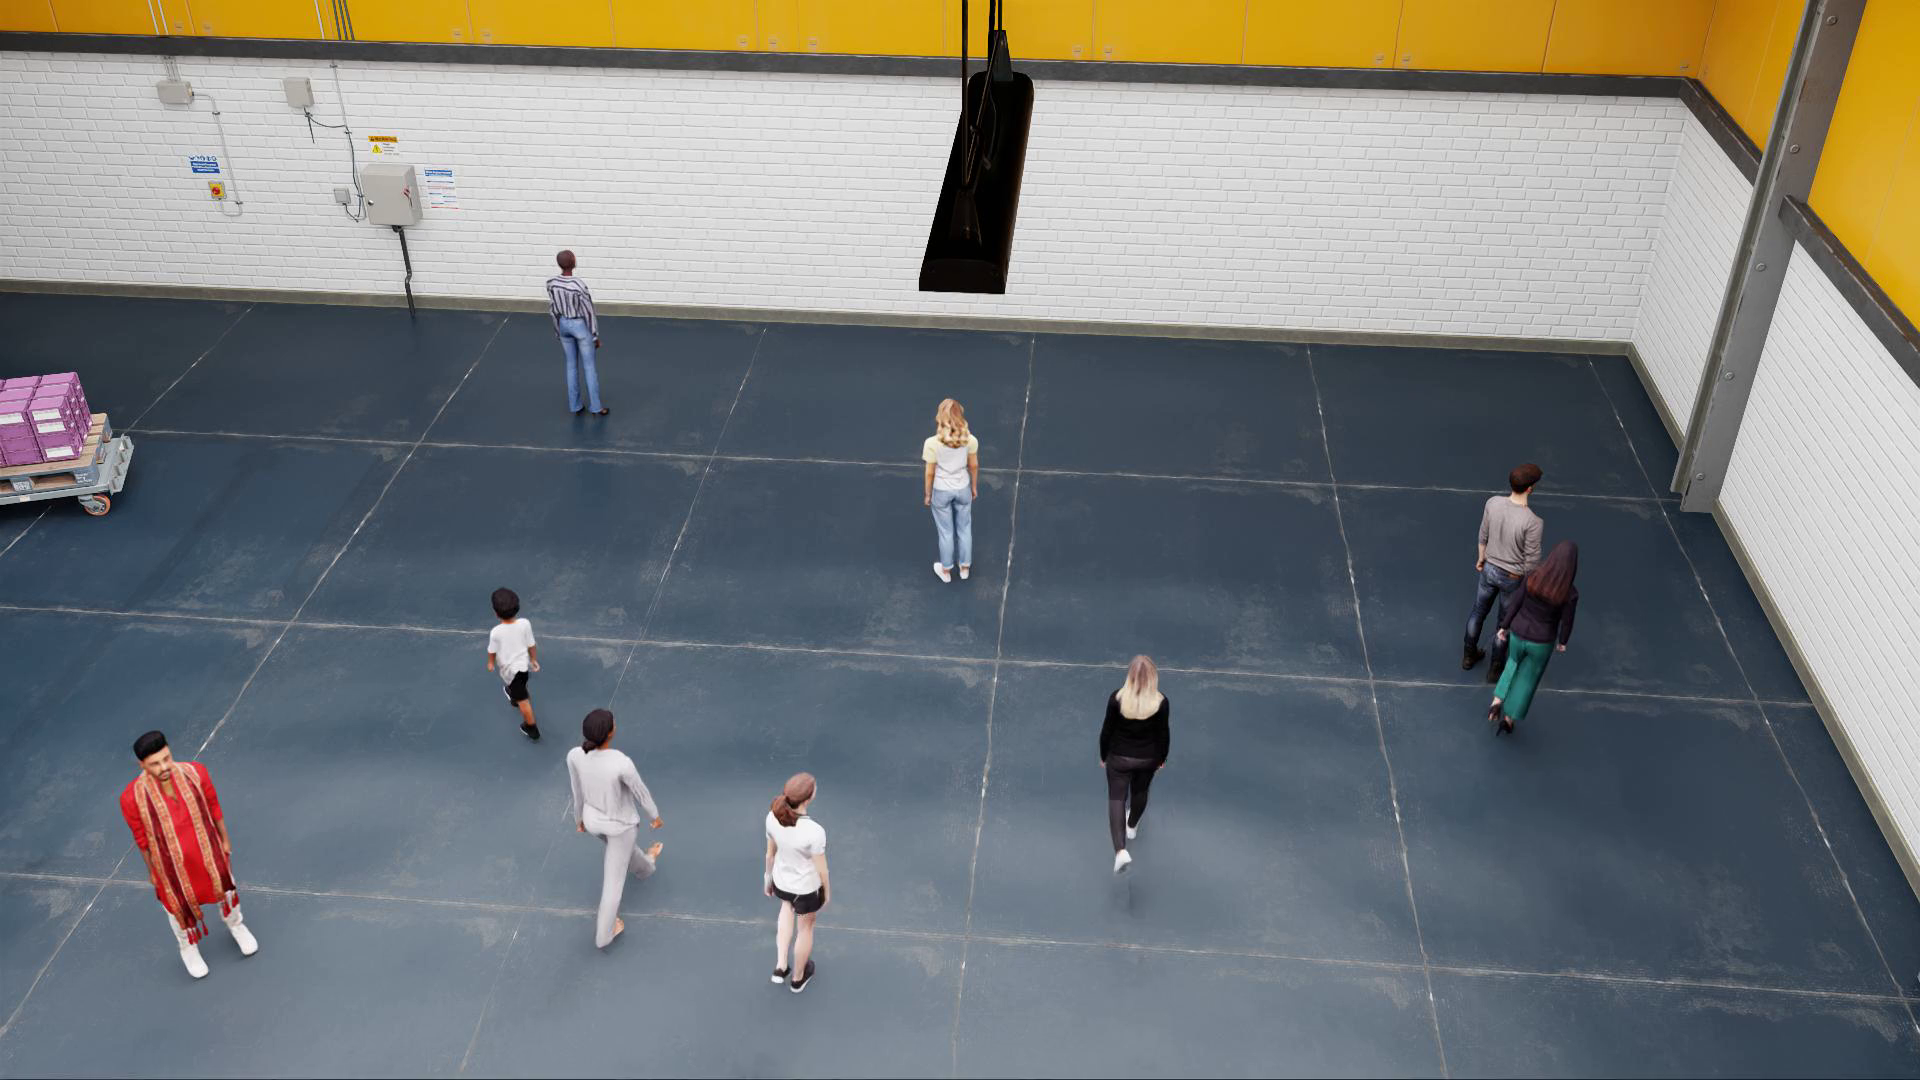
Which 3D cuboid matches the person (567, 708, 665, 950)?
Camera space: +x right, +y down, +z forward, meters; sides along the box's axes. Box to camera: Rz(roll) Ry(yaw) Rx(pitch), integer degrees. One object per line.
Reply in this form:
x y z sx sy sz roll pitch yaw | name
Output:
-2.277 1.870 10.676 0.890 1.686 1.231 13 36 19 | person

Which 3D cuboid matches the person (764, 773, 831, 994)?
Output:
-1.027 2.173 10.173 0.678 1.737 0.718 11 35 16 | person

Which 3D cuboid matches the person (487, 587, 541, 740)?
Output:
-3.311 0.956 12.470 0.837 1.222 0.883 -26 42 -34 | person

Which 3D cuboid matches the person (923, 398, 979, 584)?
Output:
-0.074 -0.410 14.073 0.698 1.722 0.666 -9 35 -14 | person

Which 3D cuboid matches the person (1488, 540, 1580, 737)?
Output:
4.189 0.800 12.261 0.793 1.712 0.843 23 40 31 | person

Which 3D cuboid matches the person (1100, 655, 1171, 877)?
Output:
1.170 1.524 11.215 0.637 1.664 0.995 2 34 3 | person

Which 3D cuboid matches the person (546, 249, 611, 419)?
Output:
-3.794 -2.031 16.446 0.676 1.795 0.617 11 35 16 | person

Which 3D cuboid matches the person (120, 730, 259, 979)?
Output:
-4.877 1.923 10.424 0.771 1.876 0.820 -23 40 -30 | person

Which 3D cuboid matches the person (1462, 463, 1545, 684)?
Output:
4.222 0.254 12.909 0.827 1.904 0.761 -24 40 -31 | person
